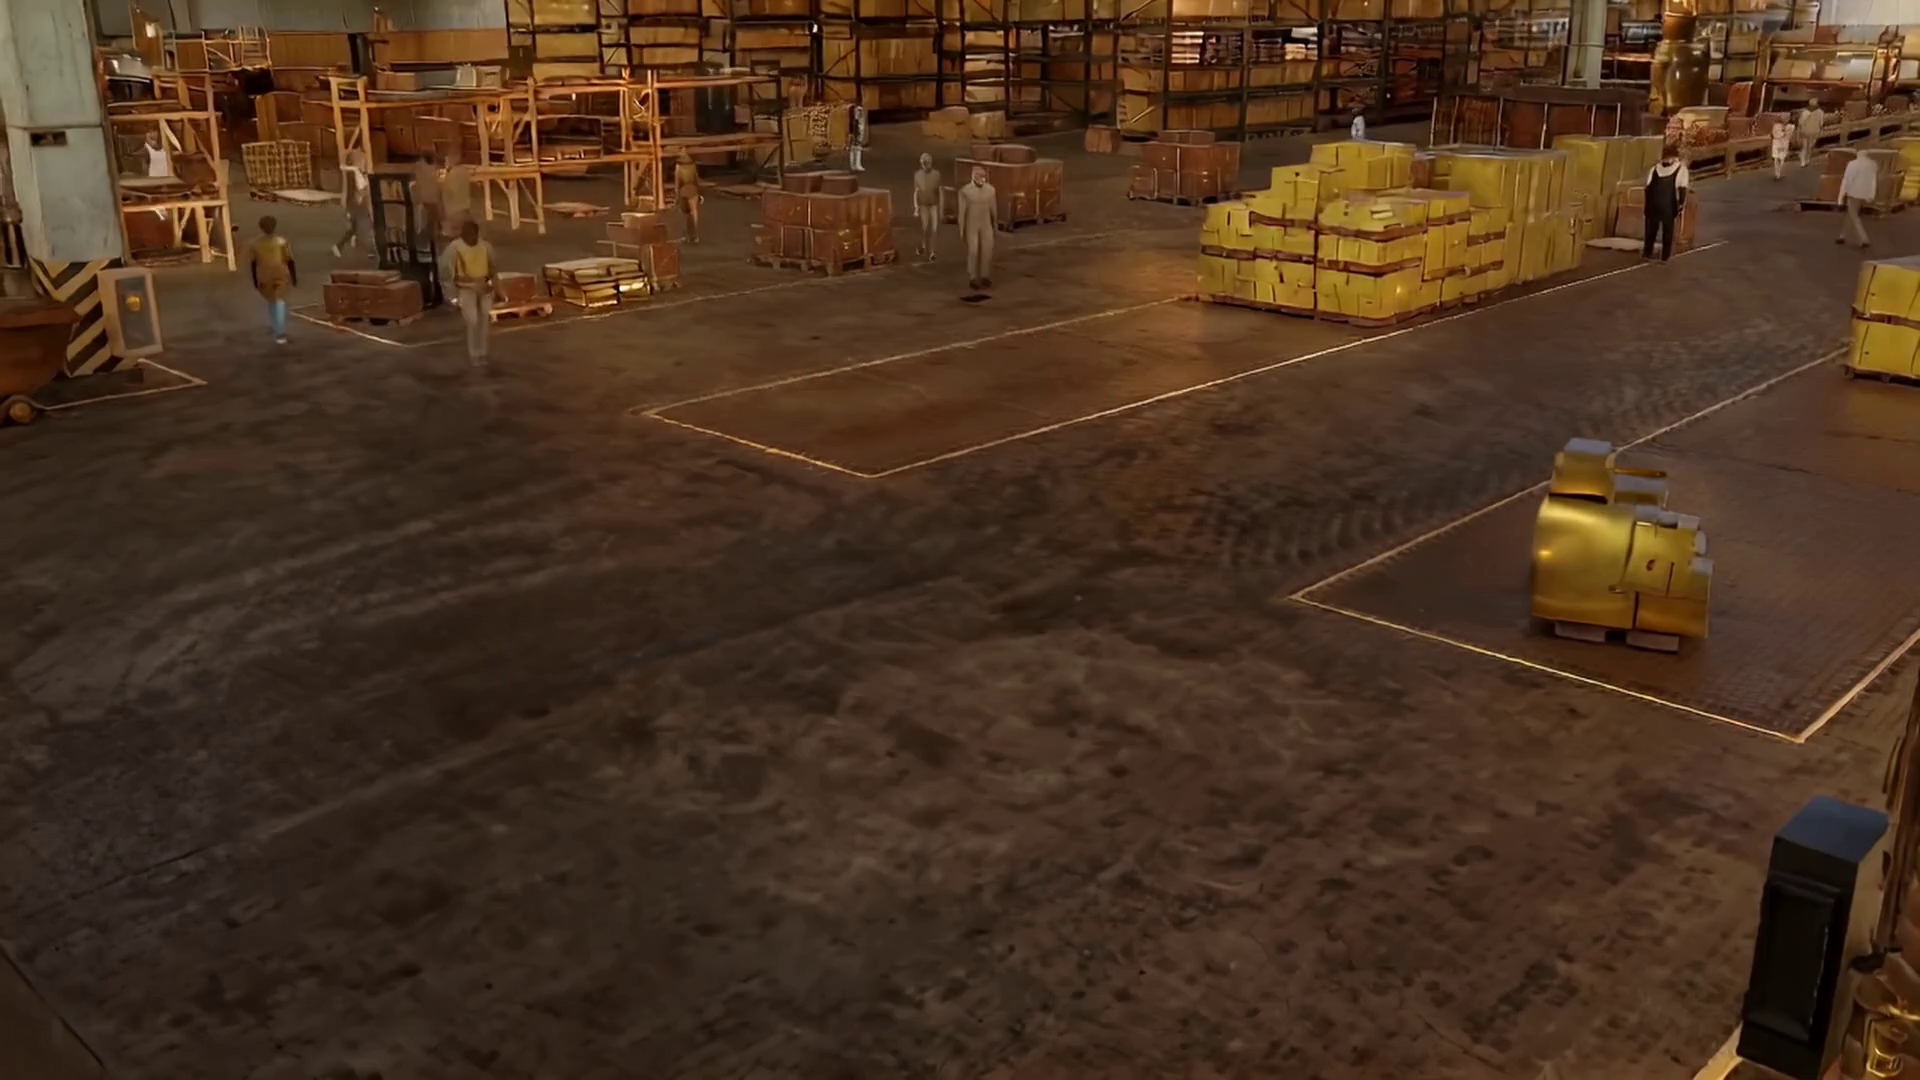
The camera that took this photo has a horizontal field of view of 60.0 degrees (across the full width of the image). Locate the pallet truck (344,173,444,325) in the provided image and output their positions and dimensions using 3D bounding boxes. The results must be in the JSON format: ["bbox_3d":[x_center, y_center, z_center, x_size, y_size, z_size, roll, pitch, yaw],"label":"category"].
[{"bbox_3d":[-8.209,-4.181,23.757,0.823,1.965,1.885,3,19,9],"label":"pallet truck"}]

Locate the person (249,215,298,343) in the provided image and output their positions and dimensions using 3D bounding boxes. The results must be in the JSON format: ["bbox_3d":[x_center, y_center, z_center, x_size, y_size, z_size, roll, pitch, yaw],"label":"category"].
[{"bbox_3d":[-9.140,-3.515,22.251,0.555,1.665,0.774,-2,18,-6],"label":"person"}]

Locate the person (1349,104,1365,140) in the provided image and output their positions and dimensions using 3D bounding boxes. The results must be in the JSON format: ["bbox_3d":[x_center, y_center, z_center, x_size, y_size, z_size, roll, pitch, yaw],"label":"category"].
[{"bbox_3d":[9.526,-9.461,39.809,0.835,1.913,0.551,16,24,39],"label":"person"}]

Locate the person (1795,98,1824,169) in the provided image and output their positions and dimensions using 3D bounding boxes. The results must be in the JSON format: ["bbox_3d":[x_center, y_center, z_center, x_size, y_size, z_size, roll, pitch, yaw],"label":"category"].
[{"bbox_3d":[22.063,-10.564,43.275,0.538,1.812,0.617,-17,25,-41],"label":"person"}]

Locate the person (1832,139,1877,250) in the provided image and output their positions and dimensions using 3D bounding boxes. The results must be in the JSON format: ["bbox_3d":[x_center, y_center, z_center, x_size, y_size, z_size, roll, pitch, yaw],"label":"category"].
[{"bbox_3d":[16.255,-6.239,30.043,0.628,1.957,0.989,-4,19,-12],"label":"person"}]

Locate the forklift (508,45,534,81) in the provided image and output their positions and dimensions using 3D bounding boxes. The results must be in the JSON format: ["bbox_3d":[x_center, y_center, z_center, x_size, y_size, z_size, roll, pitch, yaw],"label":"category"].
[{"bbox_3d":[-13.658,-14.074,52.183,1.129,2.768,1.873,17,25,41],"label":"forklift"}]

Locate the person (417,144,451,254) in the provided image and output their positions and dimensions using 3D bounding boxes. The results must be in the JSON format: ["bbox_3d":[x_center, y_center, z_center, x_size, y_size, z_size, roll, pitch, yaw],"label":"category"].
[{"bbox_3d":[-9.333,-6.073,29.634,0.885,1.890,0.613,-14,23,-37],"label":"person"}]

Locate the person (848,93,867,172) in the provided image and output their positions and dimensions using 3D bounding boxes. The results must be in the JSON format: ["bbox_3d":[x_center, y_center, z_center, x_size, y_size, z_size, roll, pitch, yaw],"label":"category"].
[{"bbox_3d":[-2.655,-10.455,42.713,0.371,1.963,0.608,-11,21,-29],"label":"person"}]

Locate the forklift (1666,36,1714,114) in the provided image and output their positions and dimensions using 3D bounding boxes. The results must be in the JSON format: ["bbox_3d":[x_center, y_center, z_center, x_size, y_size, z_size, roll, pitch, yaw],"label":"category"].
[{"bbox_3d":[27.341,-17.291,61.877,1.129,2.768,1.873,17,25,41],"label":"forklift"}]

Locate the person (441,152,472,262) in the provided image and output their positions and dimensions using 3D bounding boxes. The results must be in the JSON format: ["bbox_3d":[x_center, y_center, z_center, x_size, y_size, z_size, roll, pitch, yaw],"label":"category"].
[{"bbox_3d":[-8.505,-5.641,28.322,0.967,1.903,0.642,5,19,16],"label":"person"}]

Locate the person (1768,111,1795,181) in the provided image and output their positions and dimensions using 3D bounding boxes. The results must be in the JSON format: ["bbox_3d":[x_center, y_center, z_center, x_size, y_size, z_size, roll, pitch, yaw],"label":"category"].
[{"bbox_3d":[20.018,-9.615,40.629,0.625,1.671,0.552,-15,24,-39],"label":"person"}]

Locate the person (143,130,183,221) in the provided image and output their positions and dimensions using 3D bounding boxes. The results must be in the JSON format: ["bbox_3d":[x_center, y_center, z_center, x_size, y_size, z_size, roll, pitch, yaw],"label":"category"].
[{"bbox_3d":[-16.091,-7.317,33.497,0.542,1.800,0.928,-17,25,-41],"label":"person"}]

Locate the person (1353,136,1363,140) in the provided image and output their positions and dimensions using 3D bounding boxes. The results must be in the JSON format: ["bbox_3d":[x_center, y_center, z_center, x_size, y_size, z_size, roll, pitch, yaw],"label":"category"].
[{"bbox_3d":[7.898,-7.118,33.006,0.528,1.746,0.713,-11,21,-31],"label":"person"}]

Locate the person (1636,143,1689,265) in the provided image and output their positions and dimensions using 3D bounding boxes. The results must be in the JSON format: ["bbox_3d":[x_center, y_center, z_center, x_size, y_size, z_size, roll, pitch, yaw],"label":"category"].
[{"bbox_3d":[11.948,-5.713,28.307,0.538,2.000,0.684,-17,25,-42],"label":"person"}]

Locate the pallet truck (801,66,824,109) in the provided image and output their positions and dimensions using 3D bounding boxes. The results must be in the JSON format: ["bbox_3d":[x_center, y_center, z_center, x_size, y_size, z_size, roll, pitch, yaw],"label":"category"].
[{"bbox_3d":[-4.812,-15.182,56.903,0.823,1.965,1.885,-9,21,-26],"label":"pallet truck"}]

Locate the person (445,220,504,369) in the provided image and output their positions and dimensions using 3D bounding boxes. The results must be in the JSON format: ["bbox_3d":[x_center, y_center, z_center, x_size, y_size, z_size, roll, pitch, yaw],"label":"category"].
[{"bbox_3d":[-5.967,-3.046,20.626,0.630,1.821,0.700,-15,23,-38],"label":"person"}]

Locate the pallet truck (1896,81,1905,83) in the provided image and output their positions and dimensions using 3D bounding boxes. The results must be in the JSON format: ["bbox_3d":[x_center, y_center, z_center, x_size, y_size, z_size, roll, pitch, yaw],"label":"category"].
[{"bbox_3d":[34.802,-16.331,61.455,0.653,1.274,1.630,17,25,41],"label":"pallet truck"}]

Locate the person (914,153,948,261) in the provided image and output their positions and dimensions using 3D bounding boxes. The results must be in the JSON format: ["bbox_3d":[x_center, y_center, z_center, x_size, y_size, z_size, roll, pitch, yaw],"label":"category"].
[{"bbox_3d":[-0.505,-5.727,28.648,0.563,1.846,0.404,-3,19,-9],"label":"person"}]

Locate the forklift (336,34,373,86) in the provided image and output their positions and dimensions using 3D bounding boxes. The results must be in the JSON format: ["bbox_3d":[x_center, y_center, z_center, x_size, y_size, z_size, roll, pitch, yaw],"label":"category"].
[{"bbox_3d":[-23.363,-18.330,65.008,1.129,2.768,1.873,17,25,41],"label":"forklift"}]

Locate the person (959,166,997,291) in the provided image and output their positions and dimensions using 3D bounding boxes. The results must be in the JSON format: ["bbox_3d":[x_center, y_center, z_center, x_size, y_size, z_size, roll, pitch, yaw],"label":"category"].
[{"bbox_3d":[0.309,-4.810,25.771,0.665,1.914,0.723,-6,19,-18],"label":"person"}]

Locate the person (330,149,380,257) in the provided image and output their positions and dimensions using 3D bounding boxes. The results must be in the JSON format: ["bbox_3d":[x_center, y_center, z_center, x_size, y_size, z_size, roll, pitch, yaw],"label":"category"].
[{"bbox_3d":[-10.568,-5.849,28.987,0.859,1.872,0.644,-1,18,-4],"label":"person"}]

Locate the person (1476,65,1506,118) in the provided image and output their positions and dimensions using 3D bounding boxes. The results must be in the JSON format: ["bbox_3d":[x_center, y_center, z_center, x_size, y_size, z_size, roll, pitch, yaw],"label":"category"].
[{"bbox_3d":[19.449,-16.301,60.479,1.045,1.880,0.640,8,20,22],"label":"person"}]

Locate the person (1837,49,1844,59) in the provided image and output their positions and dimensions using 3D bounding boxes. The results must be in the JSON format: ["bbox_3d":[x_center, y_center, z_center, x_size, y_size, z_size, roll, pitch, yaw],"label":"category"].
[{"bbox_3d":[41.354,-22.292,78.353,0.409,1.987,0.608,13,23,35],"label":"person"}]

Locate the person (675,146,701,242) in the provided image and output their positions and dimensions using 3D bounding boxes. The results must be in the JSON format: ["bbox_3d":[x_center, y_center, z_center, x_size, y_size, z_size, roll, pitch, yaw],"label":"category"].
[{"bbox_3d":[-5.073,-6.421,30.902,0.483,1.745,0.299,-15,24,-38],"label":"person"}]

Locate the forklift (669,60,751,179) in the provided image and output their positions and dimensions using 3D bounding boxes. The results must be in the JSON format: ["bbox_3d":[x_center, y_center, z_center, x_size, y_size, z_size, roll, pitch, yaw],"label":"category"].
[{"bbox_3d":[-6.259,-10.496,41.406,1.129,2.768,1.873,17,25,41],"label":"forklift"}]

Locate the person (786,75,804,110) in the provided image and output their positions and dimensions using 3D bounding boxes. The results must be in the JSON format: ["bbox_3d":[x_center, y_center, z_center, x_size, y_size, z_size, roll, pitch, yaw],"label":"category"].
[{"bbox_3d":[-5.375,-14.077,53.799,0.565,1.847,0.672,-11,21,-31],"label":"person"}]

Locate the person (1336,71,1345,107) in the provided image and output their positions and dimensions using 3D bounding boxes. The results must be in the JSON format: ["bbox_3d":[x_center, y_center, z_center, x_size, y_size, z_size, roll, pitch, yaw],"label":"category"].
[{"bbox_3d":[13.670,-16.027,59.919,0.547,1.678,0.552,16,24,40],"label":"person"}]
